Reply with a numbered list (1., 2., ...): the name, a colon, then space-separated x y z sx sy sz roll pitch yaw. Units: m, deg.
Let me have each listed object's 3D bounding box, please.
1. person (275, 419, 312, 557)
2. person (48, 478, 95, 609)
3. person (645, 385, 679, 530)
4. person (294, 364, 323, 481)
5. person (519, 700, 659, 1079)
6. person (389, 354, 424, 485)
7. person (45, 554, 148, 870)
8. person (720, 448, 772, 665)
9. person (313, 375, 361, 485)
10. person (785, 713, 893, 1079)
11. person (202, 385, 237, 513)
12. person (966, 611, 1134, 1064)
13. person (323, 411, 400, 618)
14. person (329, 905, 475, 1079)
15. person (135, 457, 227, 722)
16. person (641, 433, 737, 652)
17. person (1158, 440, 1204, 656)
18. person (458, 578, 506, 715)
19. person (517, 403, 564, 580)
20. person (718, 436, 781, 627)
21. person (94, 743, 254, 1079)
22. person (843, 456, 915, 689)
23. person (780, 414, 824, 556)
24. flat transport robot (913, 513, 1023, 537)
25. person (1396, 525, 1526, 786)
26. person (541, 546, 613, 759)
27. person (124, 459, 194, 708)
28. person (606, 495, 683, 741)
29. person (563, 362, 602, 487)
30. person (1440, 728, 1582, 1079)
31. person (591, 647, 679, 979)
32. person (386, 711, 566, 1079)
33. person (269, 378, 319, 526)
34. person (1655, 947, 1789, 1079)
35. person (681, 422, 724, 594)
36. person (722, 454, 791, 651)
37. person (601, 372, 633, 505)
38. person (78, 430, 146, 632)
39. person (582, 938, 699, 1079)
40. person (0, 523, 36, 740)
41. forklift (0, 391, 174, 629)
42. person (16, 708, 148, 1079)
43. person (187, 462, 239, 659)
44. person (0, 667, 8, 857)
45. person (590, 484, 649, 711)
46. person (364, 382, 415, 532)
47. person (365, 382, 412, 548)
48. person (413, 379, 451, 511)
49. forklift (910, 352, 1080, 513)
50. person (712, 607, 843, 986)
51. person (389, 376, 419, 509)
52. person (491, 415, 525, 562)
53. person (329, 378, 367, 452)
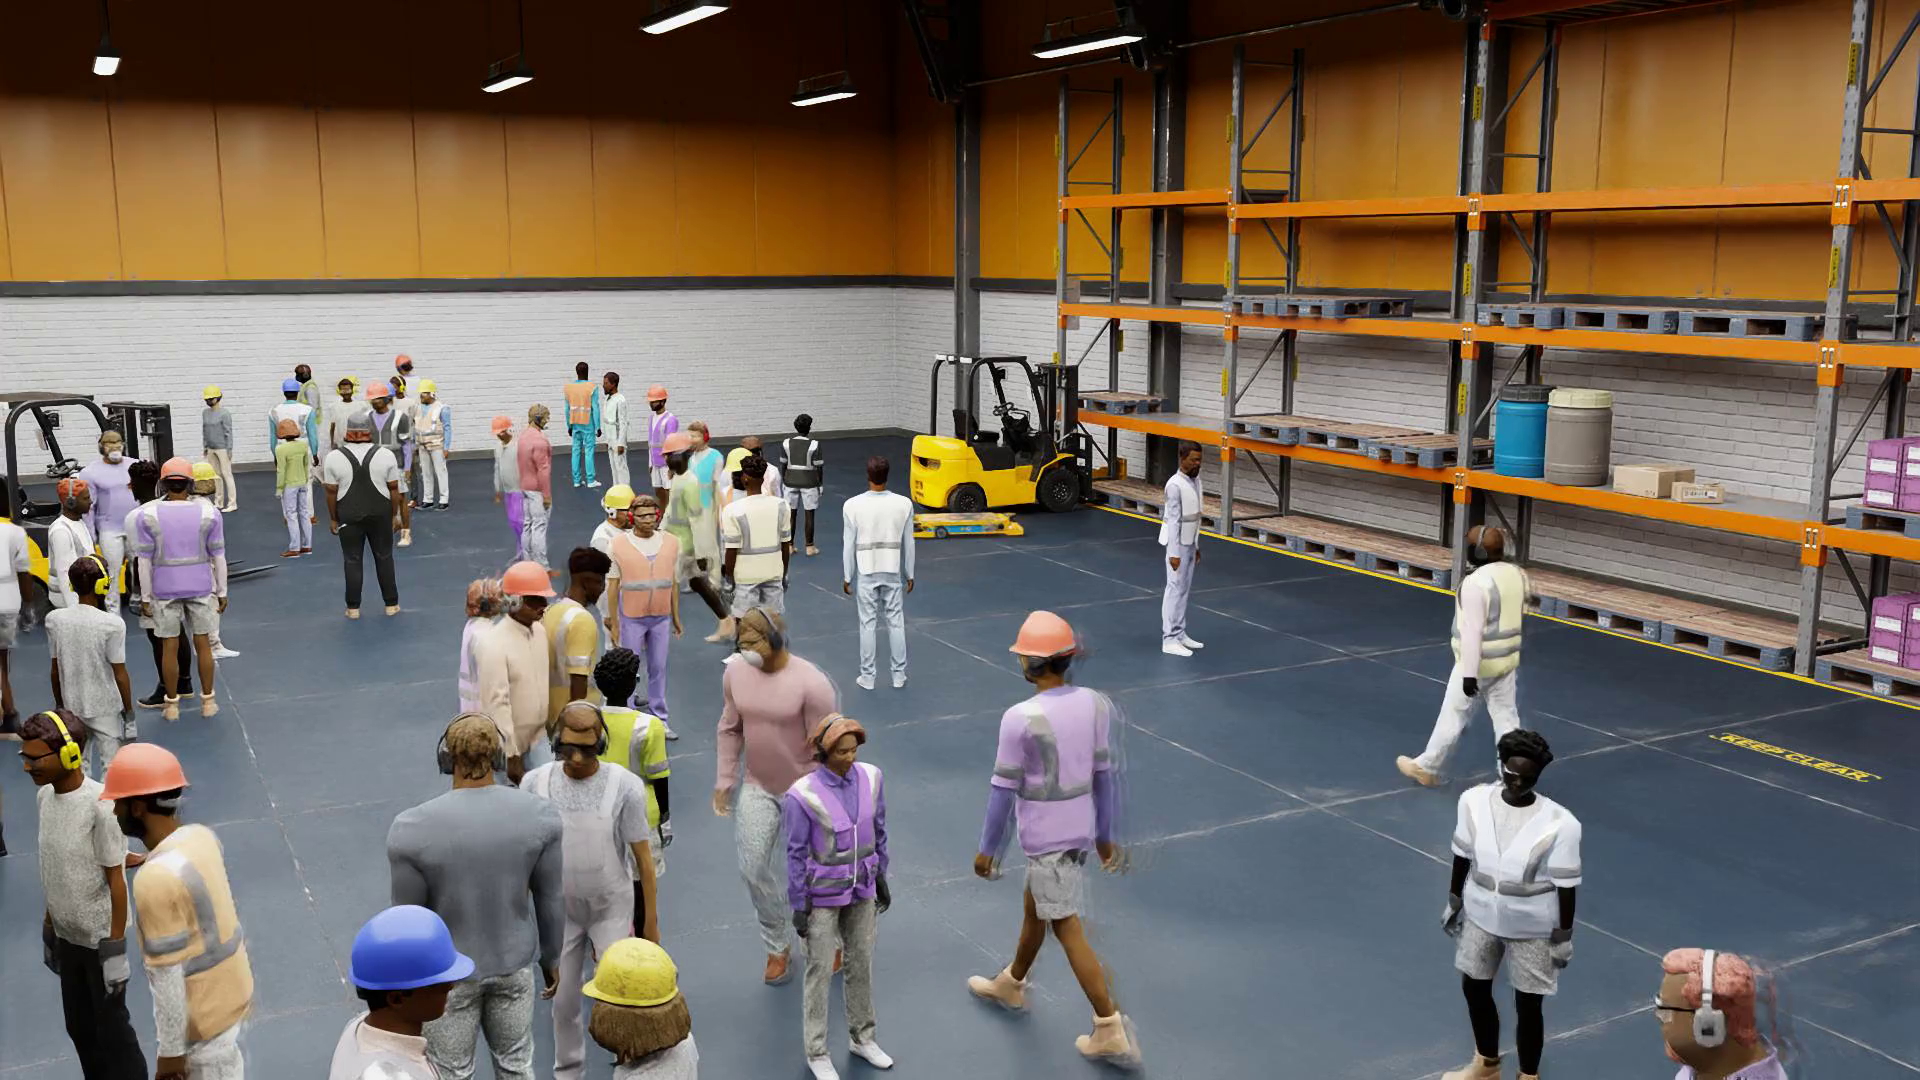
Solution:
1. person: -7.850 -0.613 19.562 0.280 1.633 0.503 3 10 18
2. person: -6.738 0.464 12.684 0.349 1.877 0.574 -2 10 -14
3. person: -3.734 -0.969 20.771 0.387 1.929 0.545 -9 13 -42
4. person: -10.194 -1.830 26.006 0.429 1.837 0.624 -6 11 -29
5. person: -1.522 1.518 6.735 0.595 1.833 0.367 1 10 6
6. person: -8.470 -1.845 25.547 0.481 2.015 0.614 9 13 41
7. person: -4.986 1.007 9.595 0.512 1.861 0.325 1 10 8
8. person: -1.847 0.158 14.312 0.589 1.918 0.400 7 12 35
9. person: -9.452 -1.657 25.333 0.840 1.716 0.531 1 10 5
10. person: -0.529 1.537 7.194 0.520 1.630 0.323 -9 13 -41
11. person: -10.226 -1.252 22.900 0.527 1.760 0.337 5 11 27
12. person: 0.423 1.311 7.489 1.050 1.995 0.624 9 13 41
13. person: -5.866 -0.259 16.353 0.684 2.000 0.536 -4 10 -20
14. person: -1.425 1.879 4.313 0.400 1.945 0.615 -5 11 -25
15. person: -5.940 0.379 12.732 0.612 2.029 0.407 -6 11 -29
16. person: -2.527 0.019 14.995 1.108 1.960 0.605 -2 10 -13
17. person: 1.989 0.058 14.889 0.396 1.917 0.590 5 11 26
18. person: -2.868 1.038 10.075 0.314 1.629 0.509 -4 11 -23
19. person: -4.635 -0.530 18.230 0.378 1.932 0.629 -7 12 -34
20. person: -1.989 -0.078 15.911 0.623 1.835 0.429 -4 11 -23
21. person: -2.709 1.645 5.812 0.612 1.903 0.542 -2 10 -14
22. person: -0.662 0.272 13.651 0.597 1.916 0.371 -2 10 -12
23. person: -1.854 -0.642 19.581 0.539 1.686 0.321 2 10 12
24. flat transport robot: 0.046 -0.196 21.081 1.431 0.197 0.652 -1 10 -7
25. person: 3.350 0.791 10.980 0.660 1.803 0.900 -8 13 -40
26. person: -2.169 1.001 9.440 0.582 1.920 0.668 -7 12 -35
27. person: -6.331 0.342 13.109 0.369 1.965 0.609 2 10 9
28. person: -2.299 0.573 12.121 0.565 1.845 0.384 -7 12 -36
29. person: -5.746 -1.752 25.337 0.587 1.911 0.397 4 10 20
30. person: 2.261 1.569 6.853 0.568 1.687 0.350 9 13 41
31. person: -1.632 1.354 8.055 0.533 1.697 0.319 3 10 15
32. person: -1.762 1.577 6.125 0.636 1.928 0.386 -6 11 -30
33. person: -8.677 -1.136 21.708 0.604 1.939 0.415 0 10 -2
34. person: 2.029 1.946 4.207 0.911 1.860 0.695 4 10 20
35. person: -2.670 -0.328 17.348 0.580 1.832 0.403 8 13 39
36. person: -1.646 0.281 13.456 0.605 1.966 0.367 -7 12 -34
37. person: -4.789 -1.388 23.213 0.398 1.917 0.589 -5 11 -28
38. person: -7.912 -0.082 15.666 0.367 1.927 0.639 9 14 43
39. person: -0.862 1.931 4.598 0.308 1.744 0.485 1 10 6
40. person: -7.259 0.496 12.369 0.984 1.912 0.619 7 12 36
41. forklift: -9.026 -0.363 16.508 1.214 2.155 2.313 6 11 29
42. person: -3.400 1.556 6.453 0.523 1.856 0.341 6 11 31
43. person: -6.647 0.178 14.697 0.491 1.744 0.295 9 13 42
44. person: -5.897 0.954 9.707 0.390 1.925 0.550 9 13 43
45. person: -2.617 0.470 12.808 0.403 1.817 0.602 2 10 9
46. person: -7.274 -1.050 21.227 0.640 1.926 0.440 -1 10 -7
47. person: -6.938 -0.901 20.099 0.612 2.033 0.445 1 10 6
48. person: -7.316 -1.309 22.996 0.599 1.830 0.404 4 11 24
49. forklift: 0.460 -1.461 22.833 2.313 2.155 1.214 -5 11 -28
50. person: -0.868 1.237 8.206 0.665 1.891 0.563 5 11 27
51. person: -7.786 -1.360 23.204 0.517 1.865 0.327 4 11 23
52. person: -5.157 -0.585 19.155 0.587 1.712 0.446 8 13 40
53. person: -8.315 -1.272 22.677 0.521 1.870 0.319 -4 11 -21
